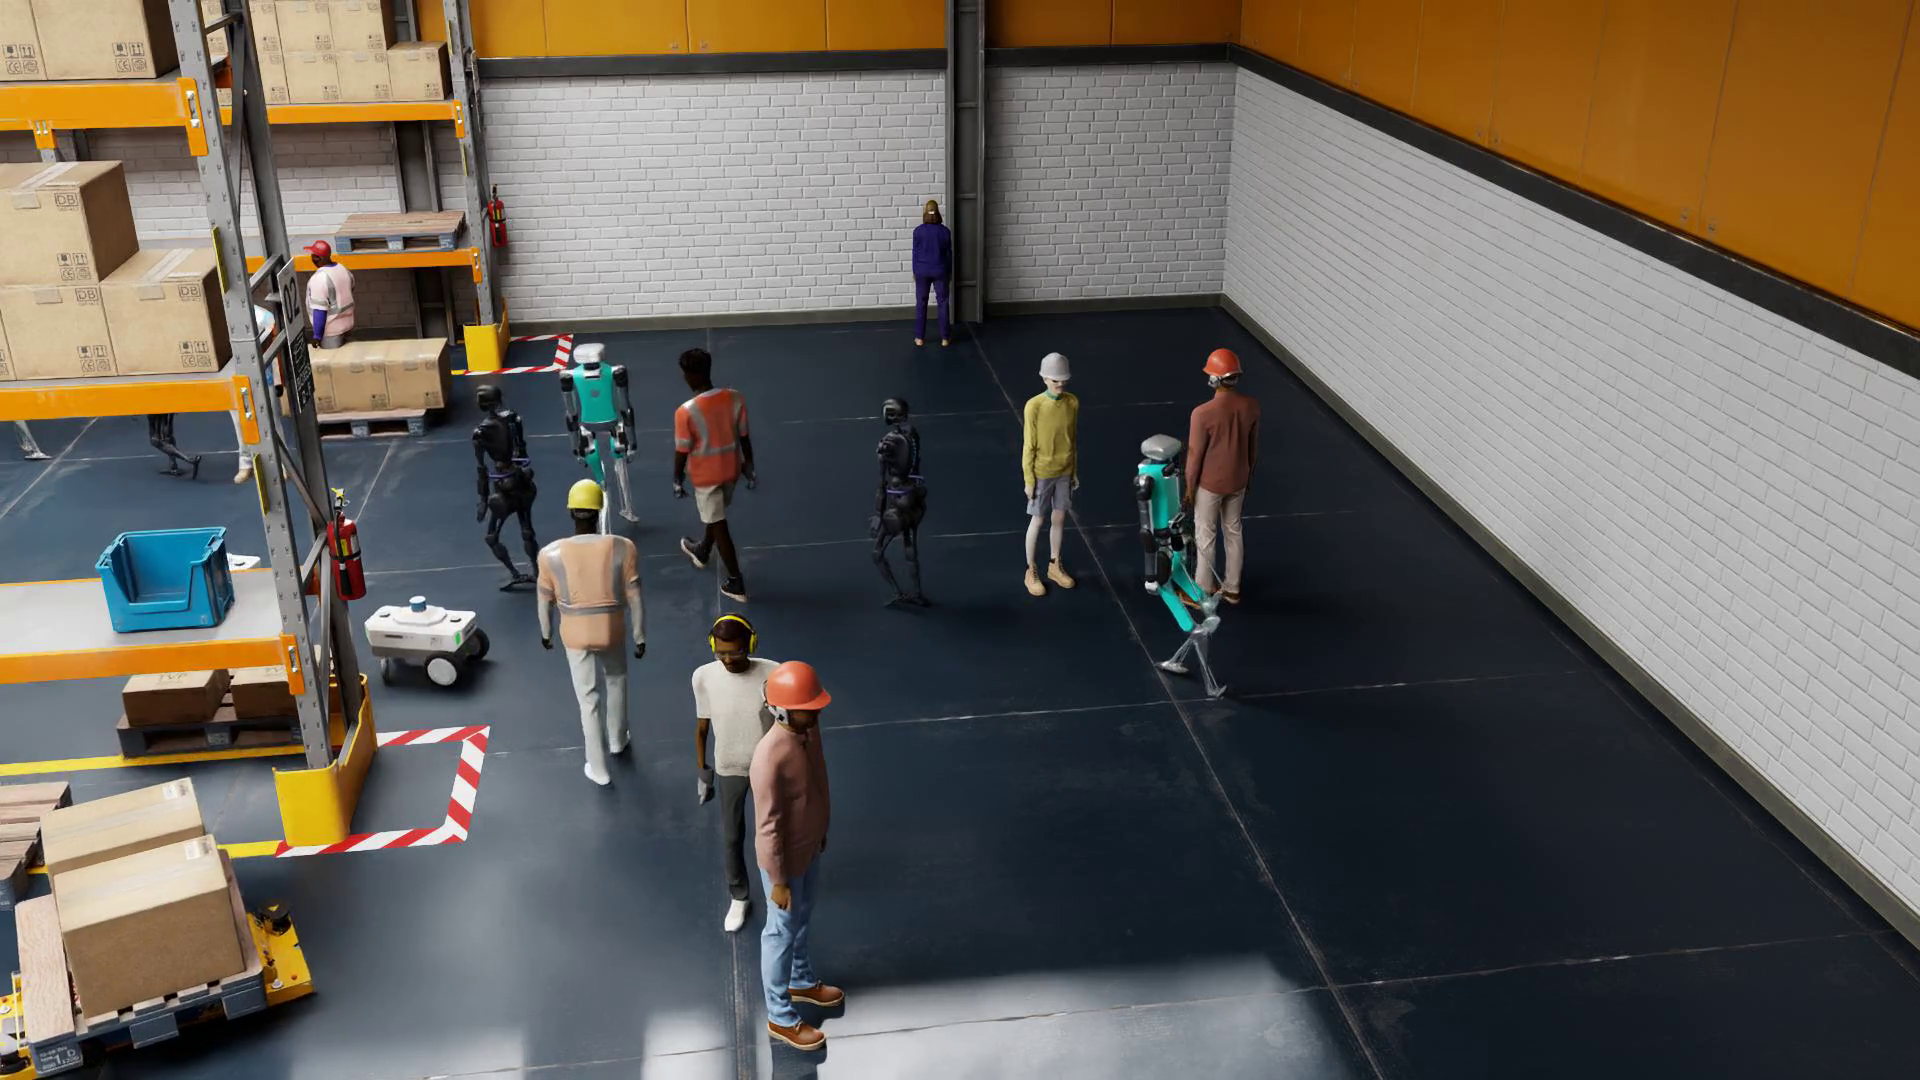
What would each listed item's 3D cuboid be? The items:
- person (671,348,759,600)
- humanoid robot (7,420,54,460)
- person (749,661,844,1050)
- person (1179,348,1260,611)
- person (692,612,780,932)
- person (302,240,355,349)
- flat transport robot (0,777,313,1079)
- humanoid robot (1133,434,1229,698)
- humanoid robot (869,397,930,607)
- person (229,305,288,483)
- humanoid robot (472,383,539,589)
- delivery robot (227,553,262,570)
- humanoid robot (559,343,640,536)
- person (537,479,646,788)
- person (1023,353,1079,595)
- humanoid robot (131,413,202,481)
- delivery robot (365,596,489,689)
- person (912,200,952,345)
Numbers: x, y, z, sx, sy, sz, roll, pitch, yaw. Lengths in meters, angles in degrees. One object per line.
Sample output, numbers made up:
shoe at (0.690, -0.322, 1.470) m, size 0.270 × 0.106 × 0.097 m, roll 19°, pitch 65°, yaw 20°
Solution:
person at (-1.935, -0.539, 12.585) m, size 0.980 × 1.908 × 0.629 m, roll 22°, pitch 32°, yaw 40°
humanoid robot at (-8.698, -1.577, 15.169) m, size 0.590 × 1.780 × 0.870 m, roll 0°, pitch 24°, yaw 0°
person at (-0.773, 1.468, 7.908) m, size 0.386 × 1.995 × 0.611 m, roll 7°, pitch 25°, yaw 15°
person at (1.908, -0.446, 12.285) m, size 0.614 × 1.986 × 0.406 m, roll -13°, pitch 27°, yaw -27°
person at (-1.114, 1.215, 8.661) m, size 0.520 × 1.856 × 0.349 m, roll -1°, pitch 24°, yaw -2°
person at (-6.131, -2.068, 16.260) m, size 0.420 × 1.756 × 0.602 m, roll 5°, pitch 24°, yaw 12°
flat transport robot at (-4.044, 2.240, 8.292) m, size 1.431 × 0.231 × 0.659 m, roll -13°, pitch 27°, yaw -27°
humanoid robot at (1.548, 0.248, 11.132) m, size 0.789 × 1.891 × 0.546 m, roll 14°, pitch 27°, yaw 28°
humanoid robot at (-0.433, -0.269, 12.250) m, size 0.369 × 1.644 × 0.586 m, roll 12°, pitch 27°, yaw 26°
person at (-6.256, -1.390, 14.610) m, size 0.632 × 1.839 × 0.429 m, roll -1°, pitch 24°, yaw -2°
humanoid robot at (-3.410, -0.403, 12.560) m, size 0.331 × 1.645 × 0.589 m, roll 9°, pitch 25°, yaw 21°
delivery robot at (-5.549, 0.304, 12.341) m, size 0.793 × 0.590 × 0.499 m, roll 3°, pitch 24°, yaw 8°
humanoid robot at (-2.875, -0.809, 13.450) m, size 0.547 × 1.770 × 0.896 m, roll -3°, pitch 24°, yaw -8°
person at (-2.242, 0.544, 10.136) m, size 0.617 × 1.883 × 0.737 m, roll -7°, pitch 25°, yaw -15°
person at (0.685, -0.510, 12.544) m, size 0.488 × 1.889 × 0.388 m, roll -13°, pitch 27°, yaw -28°
humanoid robot at (-7.000, -1.319, 14.656) m, size 0.591 × 1.634 × 0.612 m, roll 6°, pitch 24°, yaw 13°
delivery robot at (-3.696, 0.676, 11.488) m, size 0.743 × 0.585 × 0.510 m, roll 3°, pitch 24°, yaw 8°
person at (-0.306, -2.972, 18.492) m, size 0.448 × 1.617 × 0.372 m, roll 1°, pitch 24°, yaw 3°
